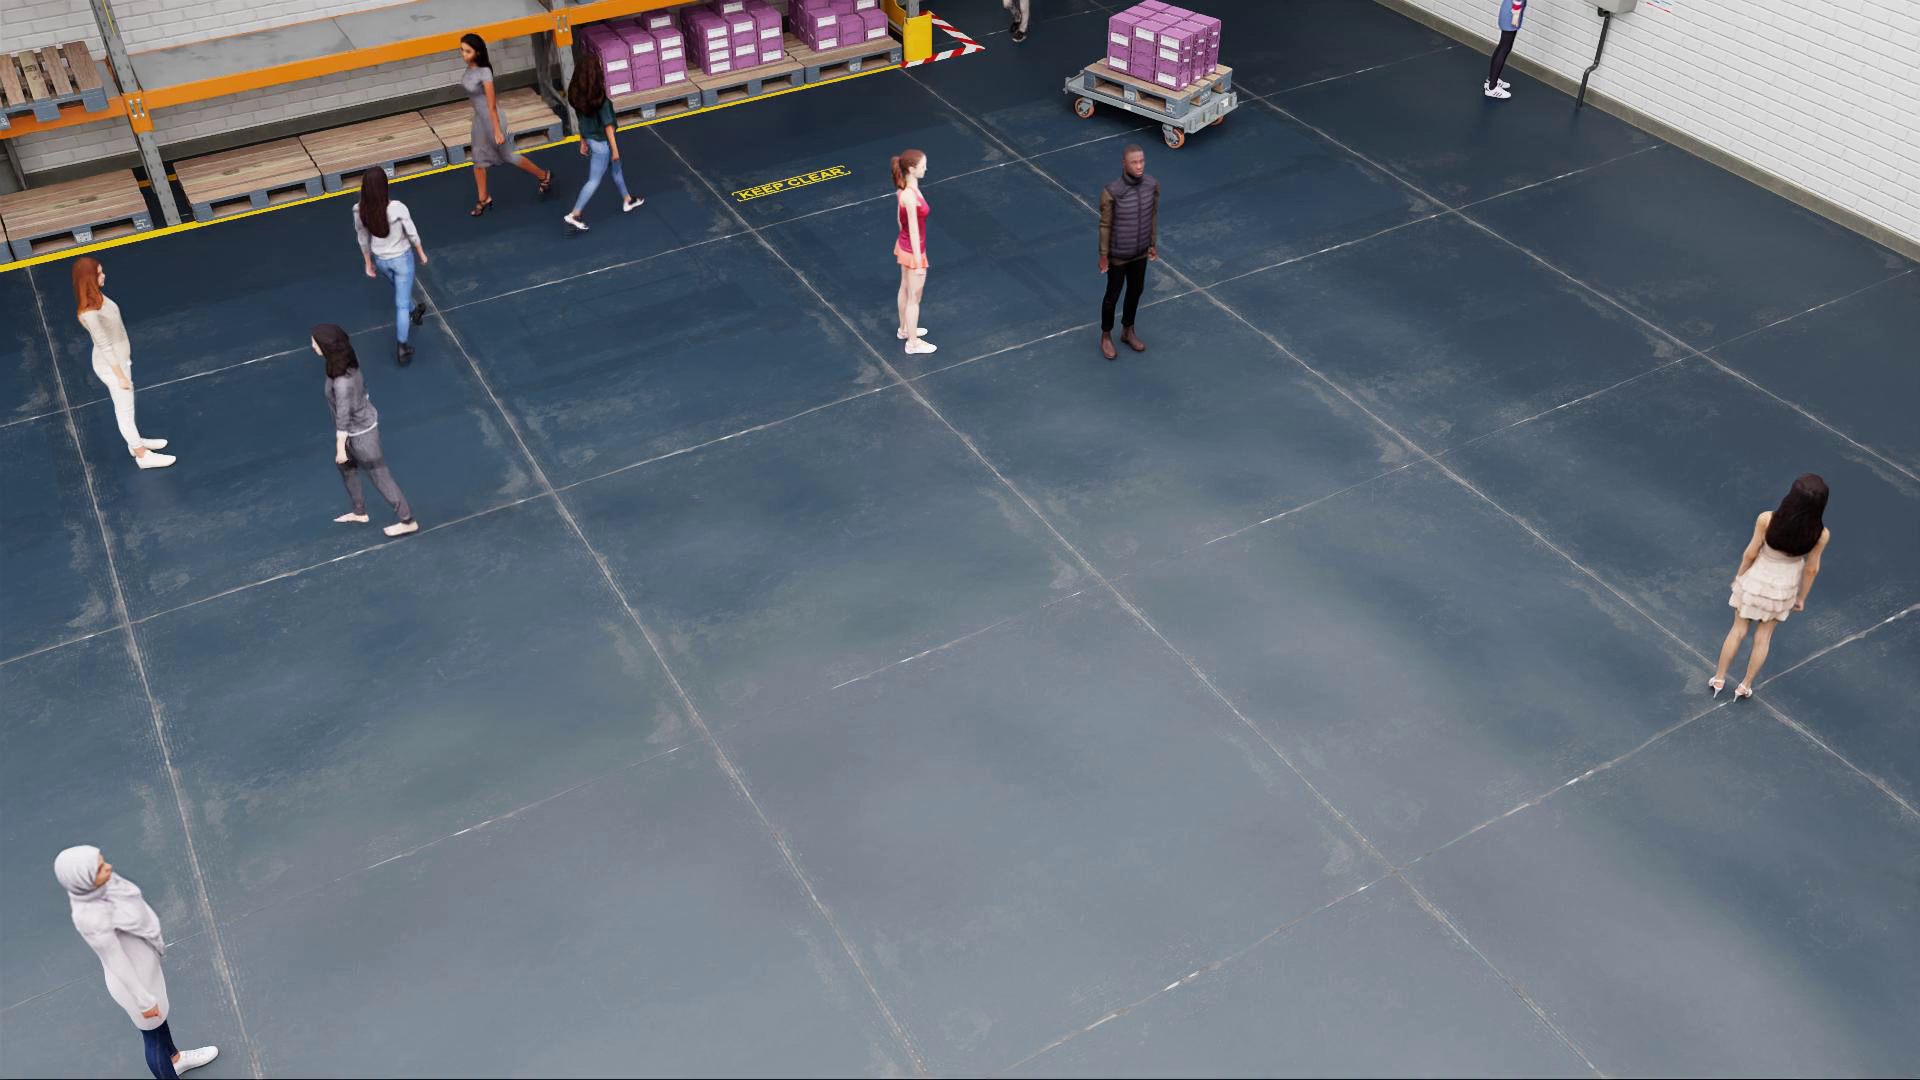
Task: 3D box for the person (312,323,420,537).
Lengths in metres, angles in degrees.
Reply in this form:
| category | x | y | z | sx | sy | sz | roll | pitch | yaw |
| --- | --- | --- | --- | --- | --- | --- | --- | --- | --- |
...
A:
| category | x | y | z | sx | sy | sz | roll | pitch | yaw |
| --- | --- | --- | --- | --- | --- | --- | --- | --- | --- |
| person | -4.069 | -0.748 | 11.547 | 0.943 | 1.745 | 0.807 | -6 | 39 | -7 |

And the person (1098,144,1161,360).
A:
| category | x | y | z | sx | sy | sz | roll | pitch | yaw |
| --- | --- | --- | --- | --- | --- | --- | --- | --- | --- |
| person | 1.357 | -2.351 | 13.481 | 0.495 | 1.836 | 0.762 | -18 | 42 | -21 |

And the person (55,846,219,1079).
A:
| category | x | y | z | sx | sy | sz | roll | pitch | yaw |
| --- | --- | --- | --- | --- | --- | --- | --- | --- | --- |
| person | -3.959 | 2.084 | 7.976 | 0.553 | 1.776 | 0.630 | -15 | 41 | -18 |

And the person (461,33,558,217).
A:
| category | x | y | z | sx | sy | sz | roll | pitch | yaw |
| --- | --- | --- | --- | --- | --- | --- | --- | --- | --- |
| person | -4.259 | -3.857 | 15.444 | 1.124 | 1.739 | 0.699 | -25 | 45 | -27 |

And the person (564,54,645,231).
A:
| category | x | y | z | sx | sy | sz | roll | pitch | yaw |
| --- | --- | --- | --- | --- | --- | --- | --- | --- | --- |
| person | -3.383 | -3.616 | 15.275 | 0.831 | 1.574 | 1.189 | 31 | 48 | 33 |

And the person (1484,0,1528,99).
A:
| category | x | y | z | sx | sy | sz | roll | pitch | yaw |
| --- | --- | --- | --- | --- | --- | --- | --- | --- | --- |
| person | 5.841 | -5.605 | 17.577 | 0.757 | 1.809 | 0.699 | 9 | 40 | 11 |

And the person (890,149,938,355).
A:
| category | x | y | z | sx | sy | sz | roll | pitch | yaw |
| --- | --- | --- | --- | --- | --- | --- | --- | --- | --- |
| person | -0.393 | -2.363 | 13.566 | 0.614 | 1.749 | 0.620 | -9 | 40 | -12 |

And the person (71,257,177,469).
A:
| category | x | y | z | sx | sy | sz | roll | pitch | yaw |
| --- | --- | --- | --- | --- | --- | --- | --- | --- | --- |
| person | -6.257 | -1.300 | 12.269 | 0.569 | 1.706 | 0.617 | -16 | 41 | -19 |

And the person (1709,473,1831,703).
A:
| category | x | y | z | sx | sy | sz | roll | pitch | yaw |
| --- | --- | --- | --- | --- | --- | --- | --- | --- | --- |
| person | 4.967 | 0.308 | 10.232 | 0.665 | 1.736 | 0.684 | 19 | 42 | 22 |

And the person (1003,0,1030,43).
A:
| category | x | y | z | sx | sy | sz | roll | pitch | yaw |
| --- | --- | --- | --- | --- | --- | --- | --- | --- | --- |
| person | 0.716 | -6.413 | 18.890 | 0.623 | 1.433 | 0.668 | 24 | 44 | 27 |

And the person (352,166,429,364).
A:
| category | x | y | z | sx | sy | sz | roll | pitch | yaw |
| --- | --- | --- | --- | --- | --- | --- | --- | --- | --- |
| person | -4.613 | -2.188 | 13.479 | 1.045 | 1.583 | 1.044 | 5 | 39 | 7 |
